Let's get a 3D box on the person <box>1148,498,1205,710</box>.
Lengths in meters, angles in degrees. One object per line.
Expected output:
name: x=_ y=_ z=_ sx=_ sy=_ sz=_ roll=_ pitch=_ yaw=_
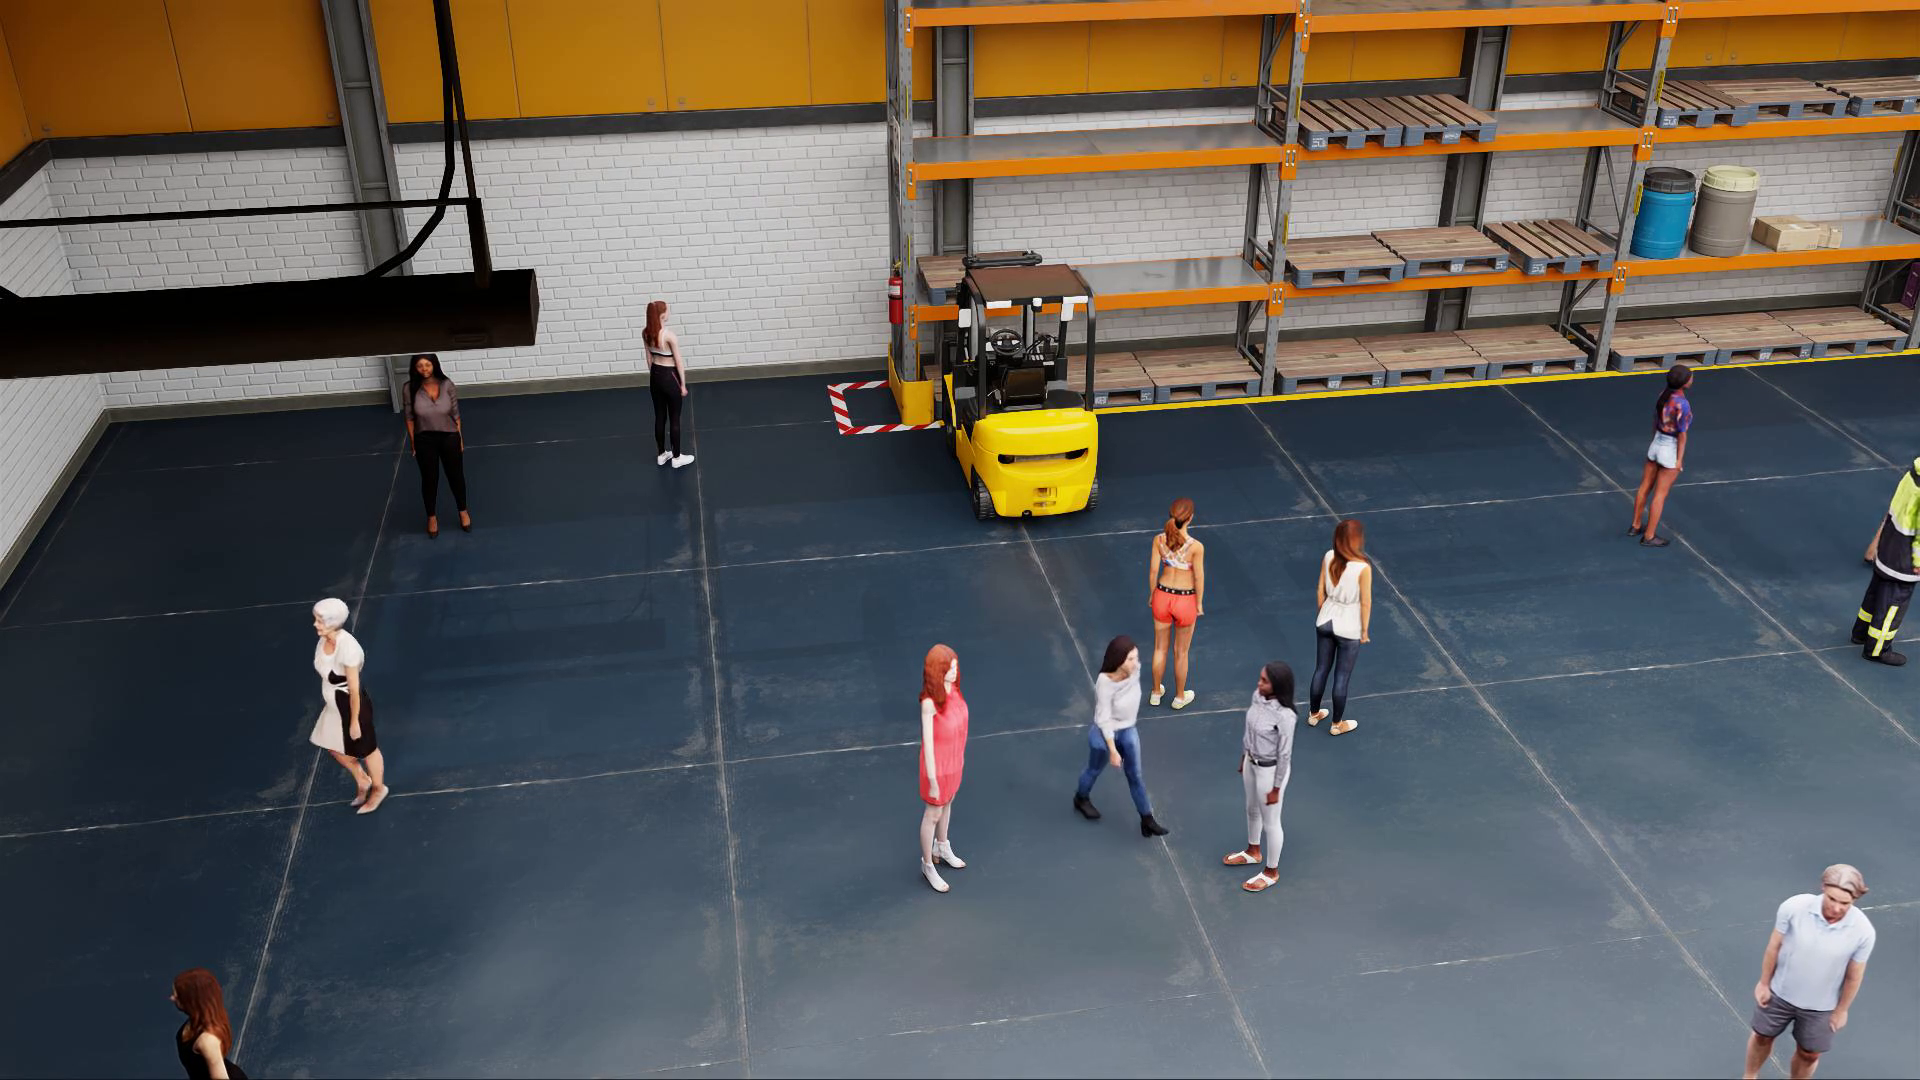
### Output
person: x=1.647 y=0.489 z=12.771 sx=0.655 sy=1.791 sz=0.742 roll=12 pitch=31 yaw=21

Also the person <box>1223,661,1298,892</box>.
person: x=2.007 y=1.528 z=10.936 sx=0.547 sy=1.724 sz=0.623 roll=-10 pitch=30 yaw=-17

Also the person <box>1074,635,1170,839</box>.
person: x=0.990 y=1.317 z=11.464 sx=1.036 sy=1.587 sz=0.996 roll=-25 pitch=37 yaw=-38

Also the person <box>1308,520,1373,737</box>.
person: x=2.843 y=0.651 z=12.479 sx=0.706 sy=1.785 sz=0.687 roll=-24 pitch=37 yaw=-37

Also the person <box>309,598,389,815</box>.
person: x=-4.178 y=1.145 z=11.614 sx=0.821 sy=1.746 sz=0.781 roll=-24 pitch=37 yaw=-37

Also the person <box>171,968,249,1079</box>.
person: x=-3.748 y=2.853 z=8.504 sx=0.593 sy=1.726 sz=0.616 roll=-13 pitch=31 yaw=-23

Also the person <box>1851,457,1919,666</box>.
person: x=7.628 y=0.040 z=13.393 sx=0.800 sy=1.982 sz=0.854 roll=6 pitch=29 yaw=10

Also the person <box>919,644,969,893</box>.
person: x=-0.123 y=1.473 z=10.928 sx=0.690 sy=1.827 sz=0.673 roll=13 pitch=31 yaw=22

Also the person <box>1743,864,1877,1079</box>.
person: x=4.622 y=2.468 z=9.107 sx=0.711 sy=1.825 sz=0.776 roll=18 pitch=33 yaw=29

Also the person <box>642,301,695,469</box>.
person: x=-2.942 y=-1.556 z=16.571 sx=0.651 sy=1.741 sz=0.728 roll=15 pitch=32 yaw=26

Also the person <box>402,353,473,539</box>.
person: x=-4.807 y=-0.904 z=15.270 sx=0.619 sy=1.842 sz=0.761 roll=-12 pitch=31 yaw=-21

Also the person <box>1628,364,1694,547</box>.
person: x=6.420 y=-0.788 z=15.162 sx=0.509 sy=1.742 sz=0.588 roll=-6 pitch=29 yaw=-11
